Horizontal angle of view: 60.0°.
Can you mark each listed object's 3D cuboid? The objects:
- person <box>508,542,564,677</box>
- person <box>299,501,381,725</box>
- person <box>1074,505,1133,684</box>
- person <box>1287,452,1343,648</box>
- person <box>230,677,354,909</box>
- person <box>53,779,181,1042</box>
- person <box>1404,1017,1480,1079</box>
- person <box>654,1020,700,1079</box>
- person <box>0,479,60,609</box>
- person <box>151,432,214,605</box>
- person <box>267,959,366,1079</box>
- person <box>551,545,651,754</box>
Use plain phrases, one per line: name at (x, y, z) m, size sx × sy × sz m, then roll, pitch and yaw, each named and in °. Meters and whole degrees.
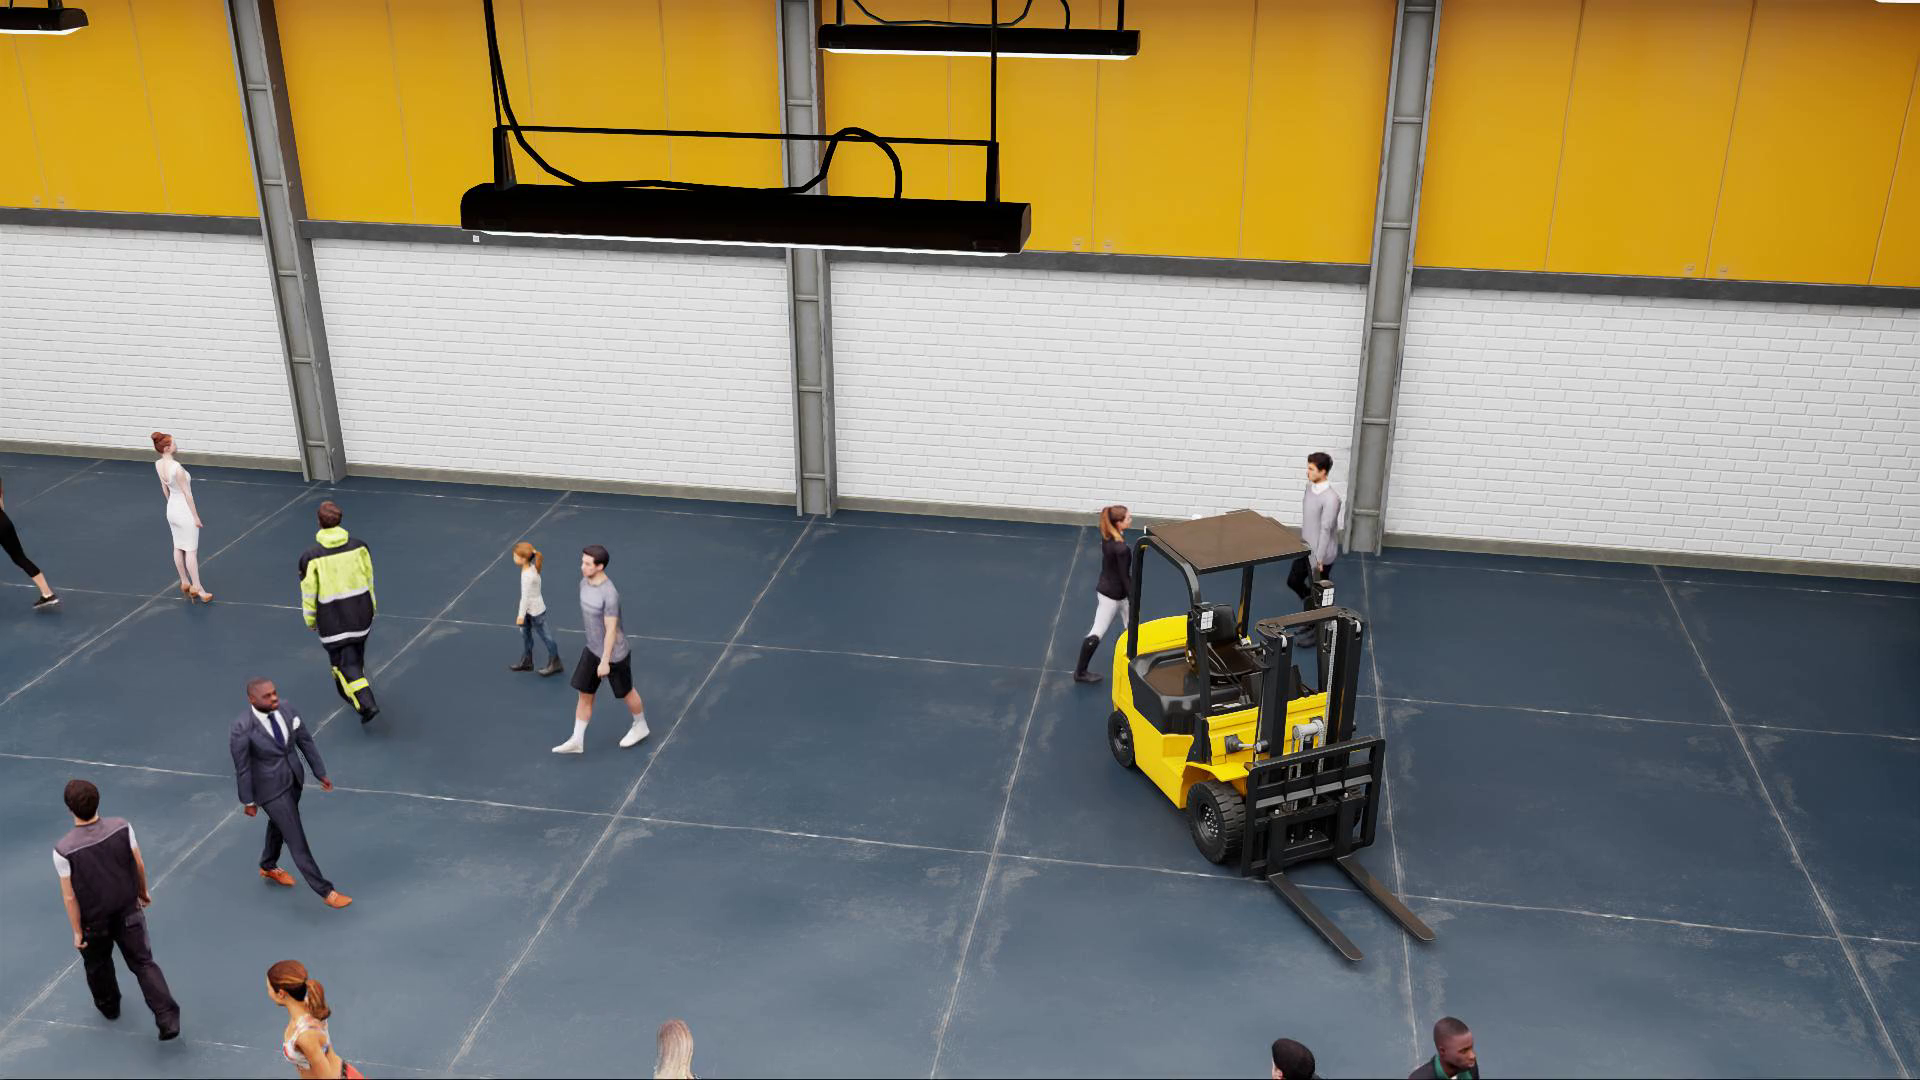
person at (-3.753, 0.630, 14.966) m, size 0.782 × 1.300 × 0.643 m, roll -6°, pitch 24°, yaw -14°
person at (-5.218, 0.650, 14.107) m, size 1.185 × 1.951 × 1.321 m, roll -22°, pitch 32°, yaw -40°
person at (1.268, 0.524, 14.733) m, size 1.192 × 1.681 × 0.840 m, roll -4°, pitch 24°, yaw -9°
person at (3.399, 0.085, 15.452) m, size 0.853 × 1.909 × 0.857 m, roll -9°, pitch 25°, yaw -20°
person at (-4.878, 1.756, 11.794) m, size 1.273 × 1.777 × 0.885 m, roll 10°, pitch 26°, yaw 22°
person at (-5.258, 2.356, 10.375) m, size 1.266 × 1.814 × 1.082 m, roll 21°, pitch 31°, yaw 39°
person at (2.329, 3.175, 8.540) m, size 1.198 × 1.784 × 1.254 m, roll -15°, pitch 28°, yaw -31°
person at (-1.400, 3.239, 8.521) m, size 0.825 × 1.682 × 0.788 m, roll -6°, pitch 24°, yaw -15°
person at (-9.220, -0.060, 16.067) m, size 1.159 × 1.683 × 0.630 m, roll 2°, pitch 24°, yaw 6°
person at (-7.650, -0.228, 16.312) m, size 0.547 × 1.793 × 0.689 m, roll 16°, pitch 28°, yaw 31°
person at (-3.270, 3.013, 8.951) m, size 1.074 × 1.751 × 0.843 m, roll -8°, pitch 25°, yaw -18°
person at (-2.827, 0.886, 13.705) m, size 1.164 × 1.842 × 1.139 m, roll 21°, pitch 31°, yaw 40°
